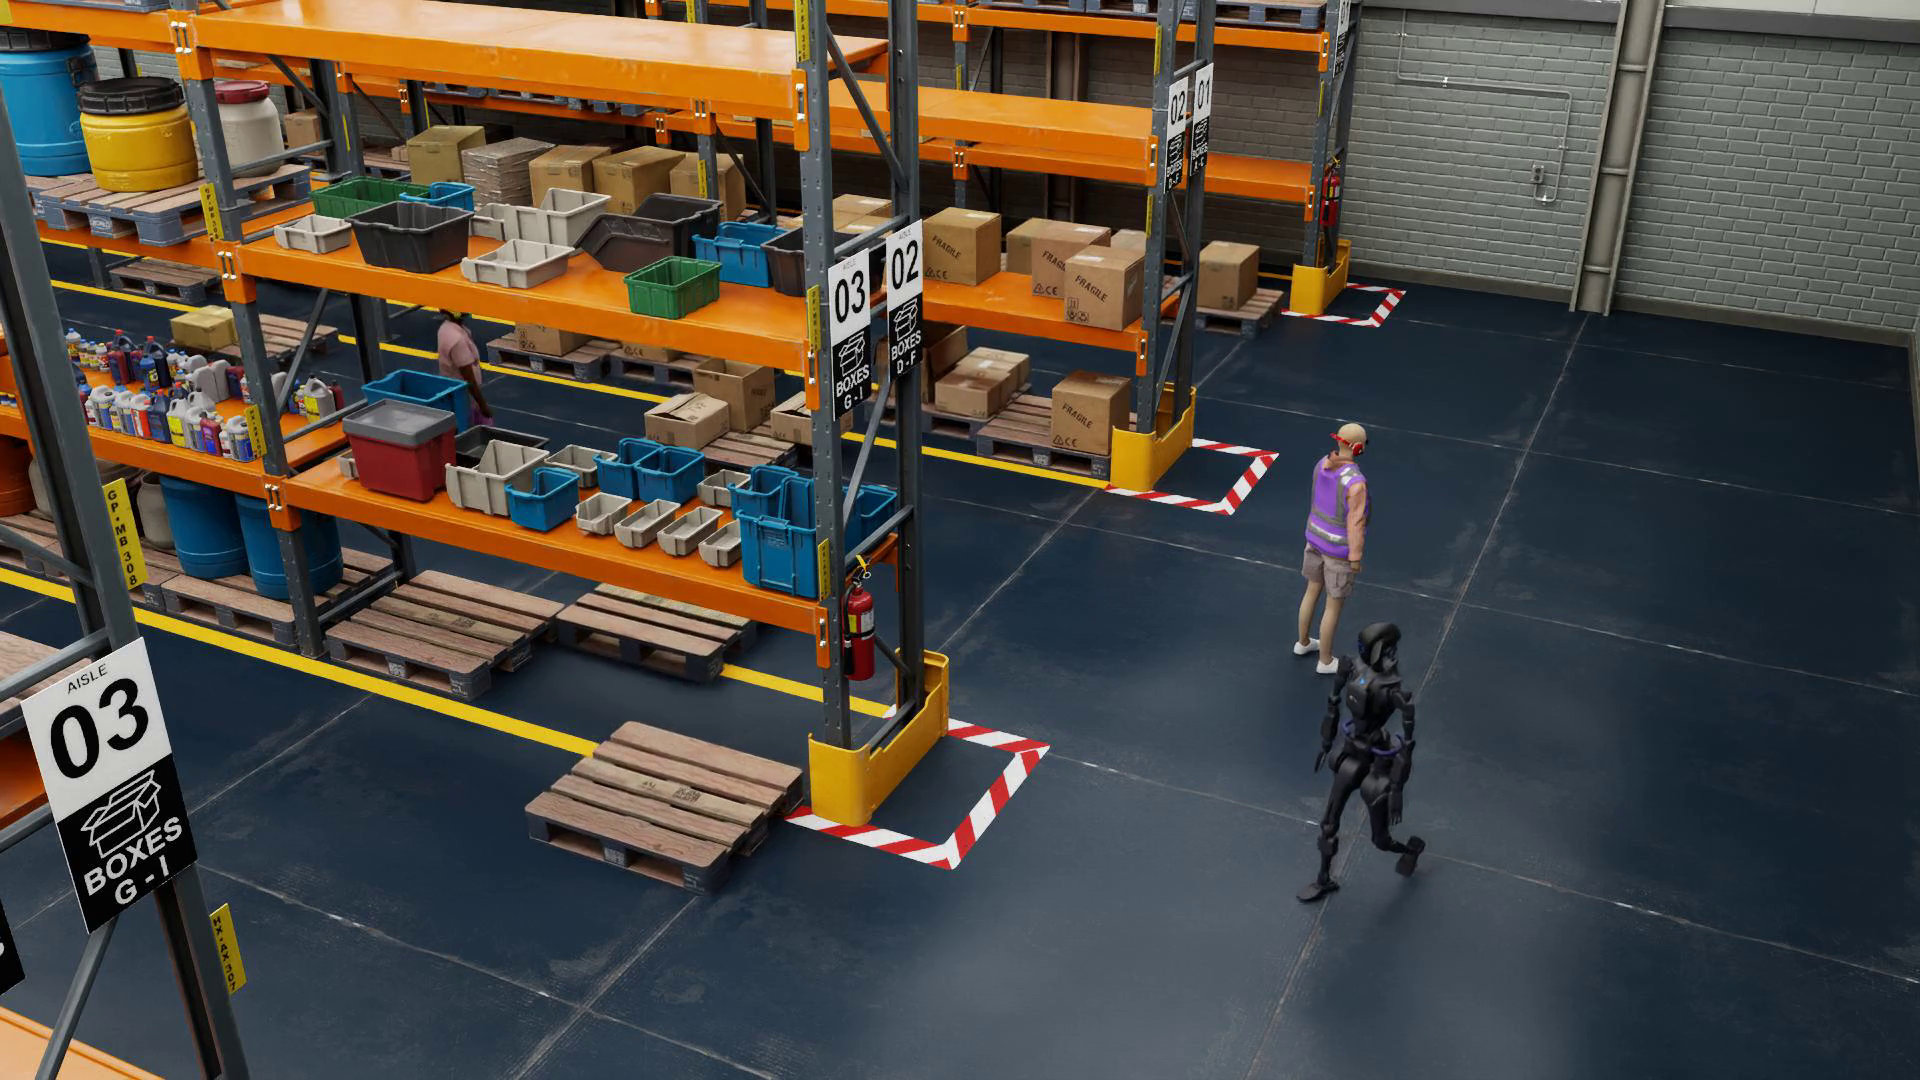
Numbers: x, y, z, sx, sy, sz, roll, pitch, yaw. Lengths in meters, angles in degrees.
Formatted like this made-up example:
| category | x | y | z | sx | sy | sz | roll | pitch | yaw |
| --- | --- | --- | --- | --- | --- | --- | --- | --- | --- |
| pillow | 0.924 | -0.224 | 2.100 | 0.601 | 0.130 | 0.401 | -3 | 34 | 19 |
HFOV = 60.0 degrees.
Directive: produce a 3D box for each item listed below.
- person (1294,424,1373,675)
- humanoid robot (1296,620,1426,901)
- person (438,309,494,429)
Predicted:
| category | x | y | z | sx | sy | sz | roll | pitch | yaw |
| --- | --- | --- | --- | --- | --- | --- | --- | --- | --- |
| person | 2.383 | 0.051 | 10.604 | 0.349 | 1.688 | 0.491 | -11 | 28 | -21 |
| humanoid robot | 2.128 | 1.100 | 8.511 | 0.689 | 1.627 | 0.615 | -16 | 30 | -29 |
| person | -3.705 | -1.089 | 12.809 | 0.768 | 1.772 | 0.540 | -8 | 27 | -16 |
